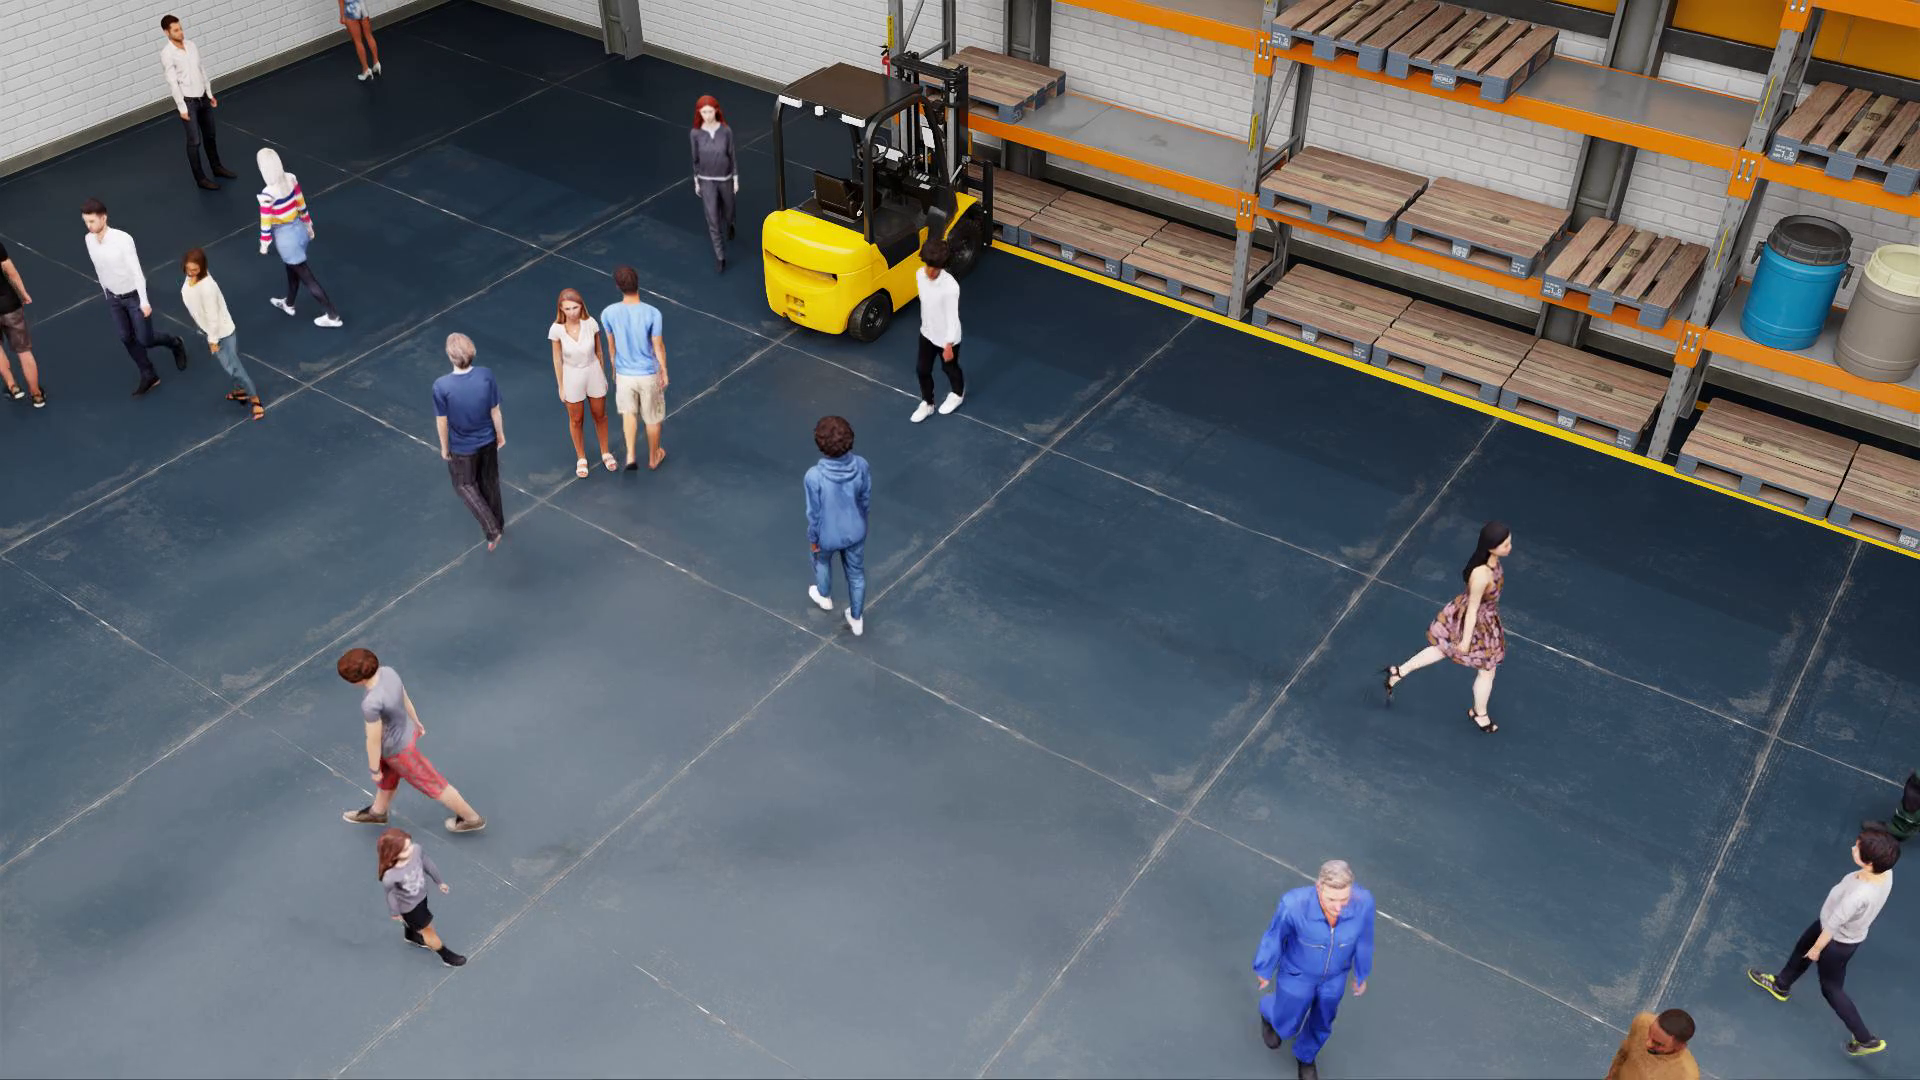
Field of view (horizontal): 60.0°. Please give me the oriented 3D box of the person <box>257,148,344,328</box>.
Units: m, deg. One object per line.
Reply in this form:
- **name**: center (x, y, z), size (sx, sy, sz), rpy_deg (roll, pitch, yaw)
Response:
- **person**: center (-6.051, -2.724, 15.255), size (1.113, 1.772, 0.874), rpy_deg (9, 40, 12)

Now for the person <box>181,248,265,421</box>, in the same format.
- **person**: center (-6.361, -1.832, 14.235), size (0.816, 1.652, 0.628), rpy_deg (-12, 40, -15)

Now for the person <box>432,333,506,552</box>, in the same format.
- **person**: center (-3.671, -0.699, 12.654), size (0.839, 1.854, 0.973), rpy_deg (-24, 44, -27)

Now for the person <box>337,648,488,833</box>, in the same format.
- **person**: center (-3.404, 1.299, 10.353), size (1.225, 1.603, 1.044), rpy_deg (1, 39, 2)

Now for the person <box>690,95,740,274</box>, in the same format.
- **person**: center (-2.383, -3.523, 16.265), size (0.937, 1.760, 0.966), rpy_deg (-3, 39, -4)

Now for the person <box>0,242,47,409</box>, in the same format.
- **person**: center (-8.215, -1.934, 14.207), size (0.811, 1.845, 0.835), rpy_deg (-20, 43, -23)

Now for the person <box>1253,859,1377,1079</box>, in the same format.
- **person**: center (1.893, 2.244, 9.006), size (0.956, 1.808, 1.024), rpy_deg (-5, 39, -7)

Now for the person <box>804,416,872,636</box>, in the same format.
- **person**: center (-0.839, -0.048, 11.888), size (0.913, 1.791, 0.997), rpy_deg (-14, 41, -17)

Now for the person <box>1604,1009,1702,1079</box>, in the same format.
- **person**: center (3.437, 2.837, 8.278), size (0.914, 1.790, 0.852), rpy_deg (-10, 40, -12)

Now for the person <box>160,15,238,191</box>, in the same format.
- **person**: center (-8.115, -4.640, 17.578), size (0.644, 1.866, 0.702), rpy_deg (11, 40, 14)

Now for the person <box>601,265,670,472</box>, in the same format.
- **person**: center (-2.599, -1.294, 13.408), size (0.885, 1.843, 0.920), rpy_deg (1, 39, 1)

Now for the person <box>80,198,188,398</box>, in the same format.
- **person**: center (-7.189, -2.165, 14.493), size (0.907, 1.850, 0.853), rpy_deg (11, 40, 14)

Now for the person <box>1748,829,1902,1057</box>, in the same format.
- **person**: center (4.970, 2.242, 9.236), size (0.701, 1.523, 1.062), rpy_deg (-31, 48, -33)

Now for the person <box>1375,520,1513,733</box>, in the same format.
- **person**: center (3.352, 0.563, 11.161), size (1.185, 1.745, 0.865), rpy_deg (11, 40, 13)

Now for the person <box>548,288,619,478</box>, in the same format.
- **person**: center (-3.072, -1.304, 13.537), size (0.666, 1.697, 0.704), rpy_deg (-14, 41, -17)

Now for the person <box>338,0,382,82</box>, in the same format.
- **person**: center (-7.227, -6.297, 19.851), size (0.630, 1.620, 0.618), rpy_deg (14, 41, 17)

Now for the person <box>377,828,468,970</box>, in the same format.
- **person**: center (-3.279, 2.069, 9.805), size (0.771, 1.084, 0.591), rpy_deg (11, 40, 14)

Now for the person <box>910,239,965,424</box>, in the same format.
- **person**: center (-0.131, -1.818, 14.122), size (0.733, 1.770, 0.764), rpy_deg (-30, 48, -32)
